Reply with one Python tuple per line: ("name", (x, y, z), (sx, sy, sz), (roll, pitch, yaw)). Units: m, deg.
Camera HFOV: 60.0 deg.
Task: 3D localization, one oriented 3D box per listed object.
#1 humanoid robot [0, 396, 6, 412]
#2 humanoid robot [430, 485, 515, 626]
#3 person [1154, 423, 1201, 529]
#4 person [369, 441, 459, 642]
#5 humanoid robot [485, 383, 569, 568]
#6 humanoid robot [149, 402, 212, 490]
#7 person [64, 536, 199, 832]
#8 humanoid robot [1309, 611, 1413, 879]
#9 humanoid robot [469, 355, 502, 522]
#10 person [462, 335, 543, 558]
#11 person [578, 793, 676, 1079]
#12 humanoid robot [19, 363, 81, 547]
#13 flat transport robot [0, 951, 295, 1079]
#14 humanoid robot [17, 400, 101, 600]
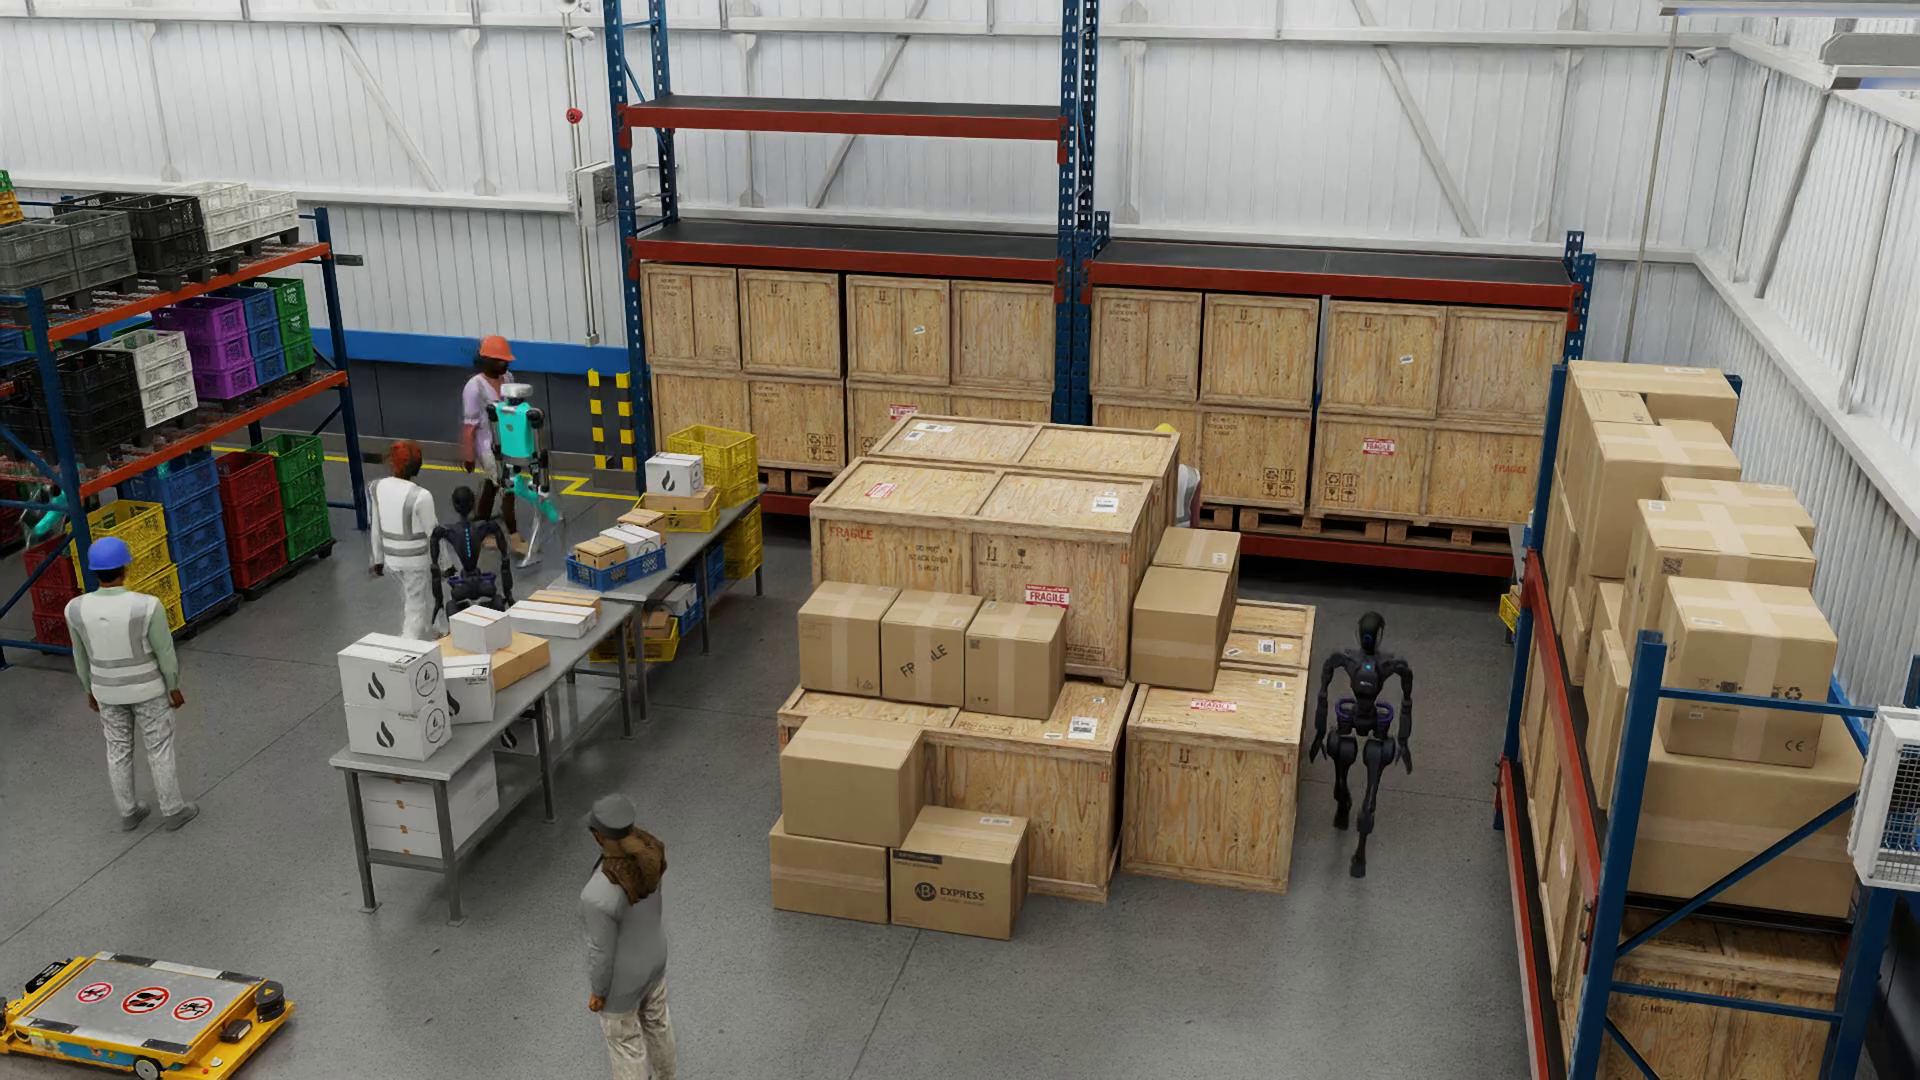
("humanoid robot", (-9.649, -1.303, 16.510), (0.616, 1.644, 0.435), (11, 24, 27))
("humanoid robot", (-3.527, 0.417, 12.038), (0.613, 1.622, 0.803), (-8, 22, -20))
("person", (1.552, -0.008, 12.874), (0.590, 1.833, 0.404), (-4, 21, -11))
("person", (-4.054, 0.118, 12.527), (0.601, 1.848, 0.900), (11, 24, 27))
("humanoid robot", (-3.671, -0.528, 14.457), (0.543, 1.849, 0.756), (8, 22, 19))
("humanoid robot", (-7.070, -0.751, 15.006), (0.563, 1.784, 0.858), (0, 21, 0))
("person", (-5.149, 0.908, 10.336), (0.606, 1.939, 0.415), (-1, 21, -1))
("humanoid robot", (2.451, 1.161, 10.094), (0.616, 1.638, 0.735), (6, 22, 14))
("humanoid robot", (-4.472, -0.921, 15.491), (0.464, 1.647, 0.595), (-9, 23, -22))
("person", (-4.036, -0.831, 14.777), (0.872, 2.003, 0.604), (5, 22, 14))
("person", (-1.540, 1.981, 7.759), (0.395, 1.767, 0.574), (7, 22, 19))
("humanoid robot", (-8.075, -0.634, 14.807), (0.556, 1.885, 0.783), (16, 26, 35))
("flat transport robot", (-4.270, 2.464, 8.601), (1.431, 0.231, 0.659), (5, 22, 13))
("humanoid robot", (-7.427, -0.289, 13.732), (0.548, 1.725, 1.025), (4, 21, 9))
